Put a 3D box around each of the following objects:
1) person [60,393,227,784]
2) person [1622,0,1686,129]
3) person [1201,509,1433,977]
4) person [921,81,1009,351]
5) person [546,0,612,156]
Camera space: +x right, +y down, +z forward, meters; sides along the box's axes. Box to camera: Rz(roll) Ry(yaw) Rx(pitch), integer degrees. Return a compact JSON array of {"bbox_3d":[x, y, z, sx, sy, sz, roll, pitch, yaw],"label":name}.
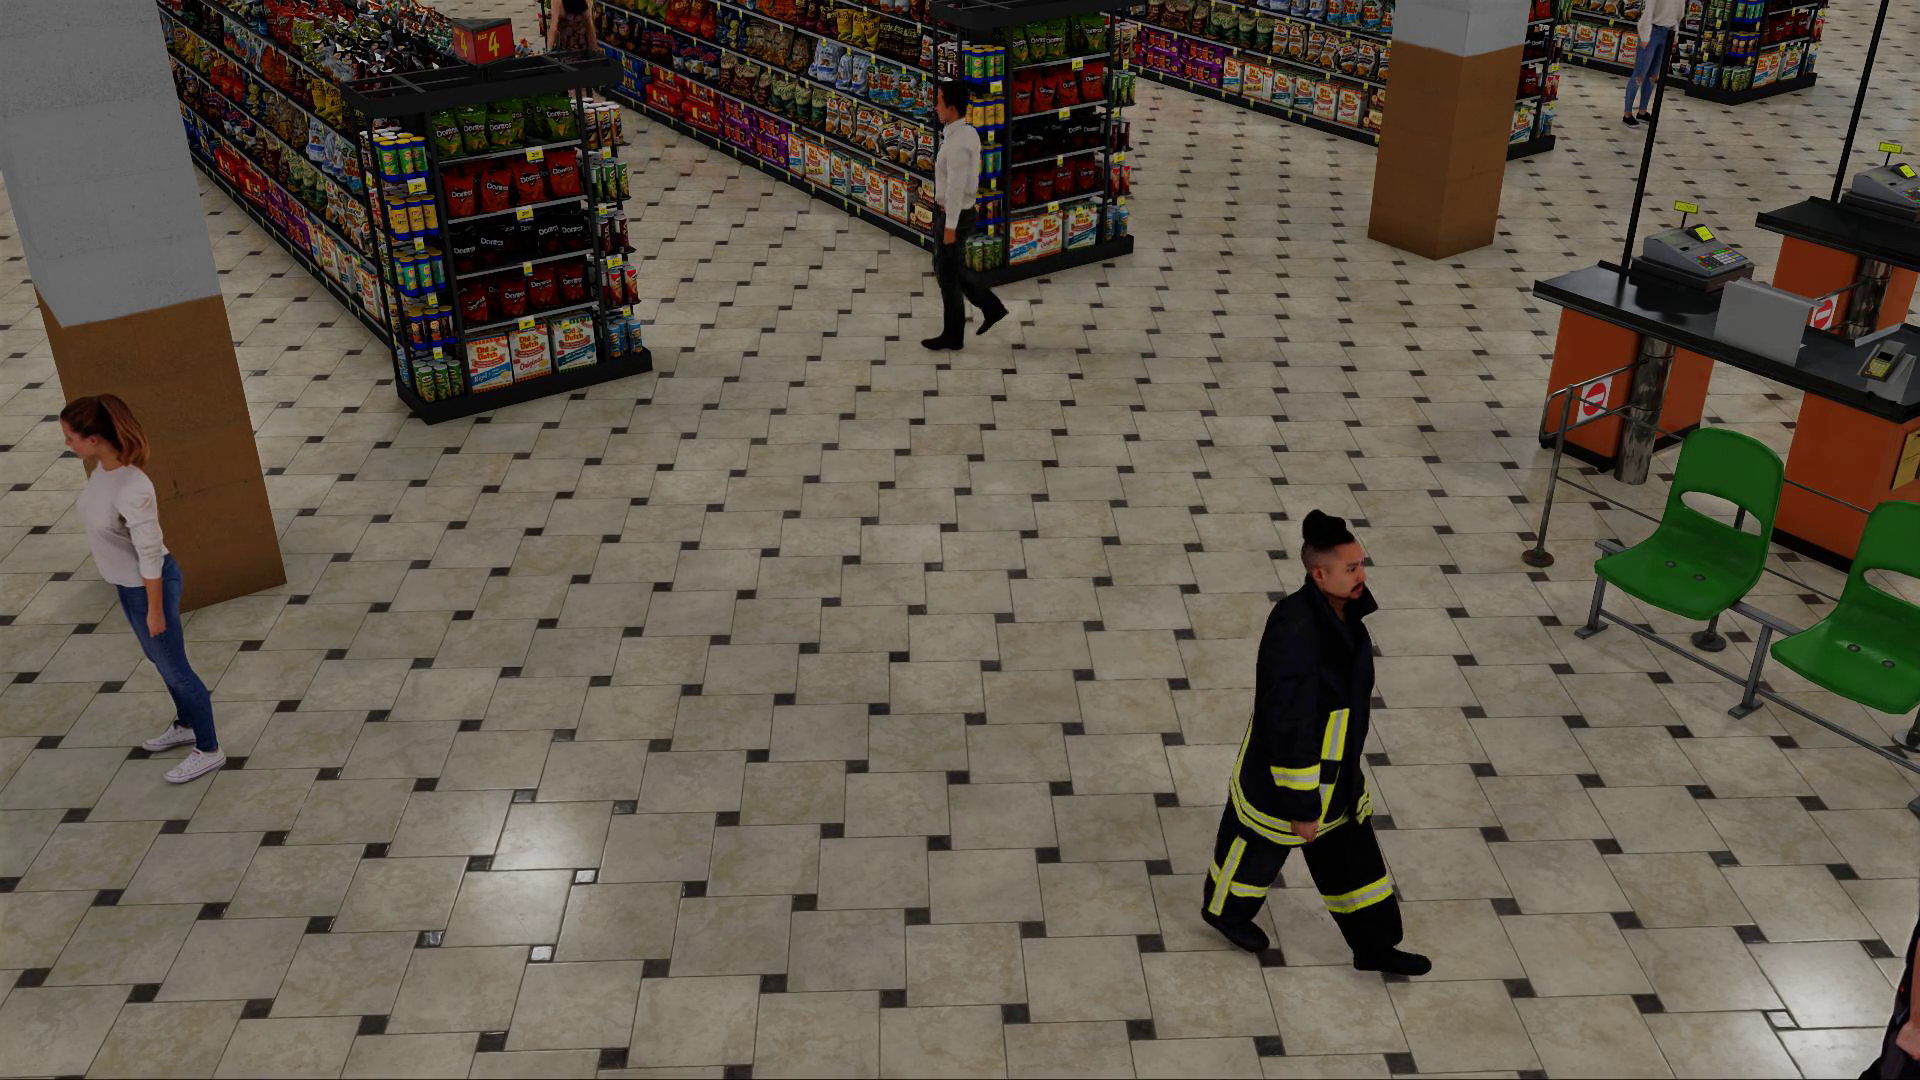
[{"bbox_3d":[-3.312,0.188,6.786,0.663,1.731,0.449,-20,34,-32],"label":"person"},{"bbox_3d":[6.730,-4.872,16.096,0.653,1.691,0.604,-12,31,-21],"label":"person"},{"bbox_3d":[1.106,0.703,5.742,1.177,1.828,0.949,21,35,33],"label":"person"},{"bbox_3d":[0.063,-2.076,10.866,0.955,1.796,0.911,1,29,3],"label":"person"},{"bbox_3d":[-3.380,-4.274,14.970,1.247,1.721,0.914,18,33,29],"label":"person"}]
